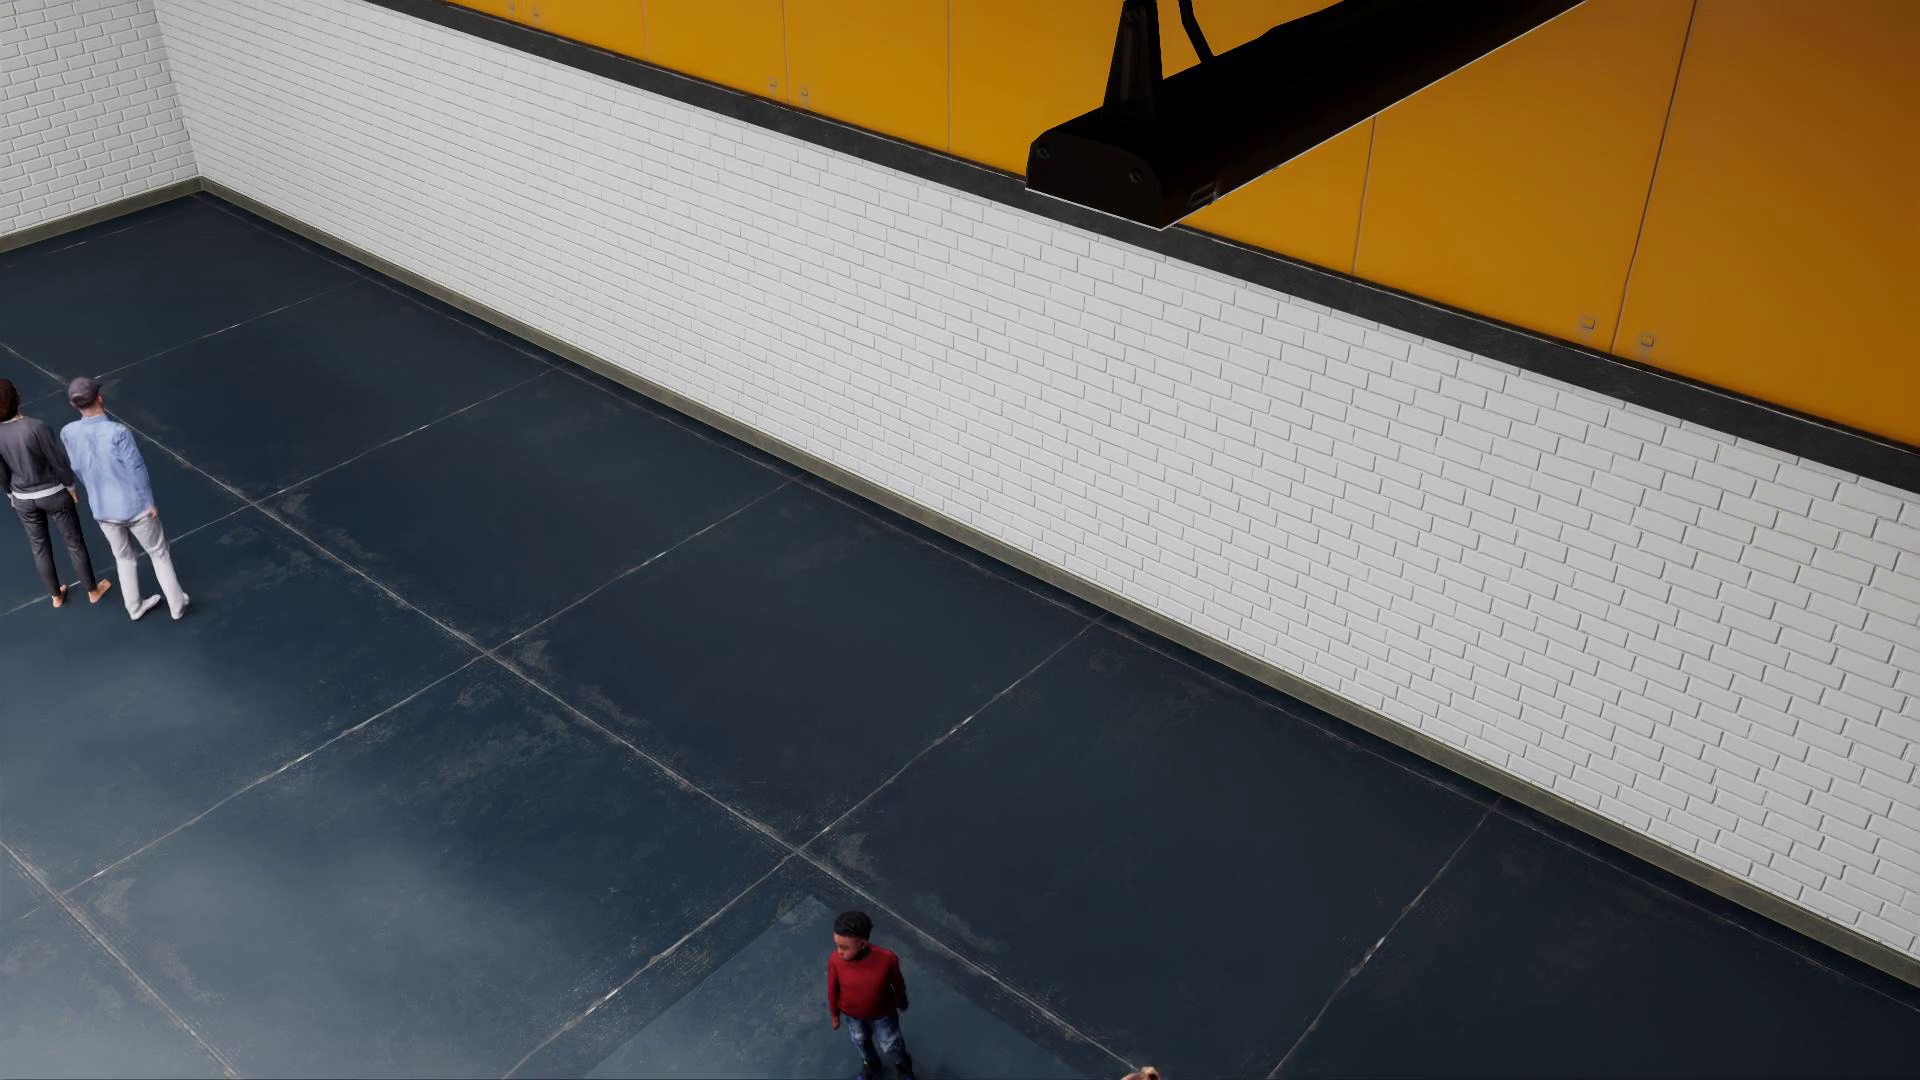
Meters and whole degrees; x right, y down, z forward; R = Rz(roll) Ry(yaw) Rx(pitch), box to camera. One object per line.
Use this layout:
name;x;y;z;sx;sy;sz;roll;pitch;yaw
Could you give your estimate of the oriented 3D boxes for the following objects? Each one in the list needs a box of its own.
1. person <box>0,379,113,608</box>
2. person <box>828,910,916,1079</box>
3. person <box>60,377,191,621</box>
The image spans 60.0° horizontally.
person;-6.380;-0.320;11.539;0.665;1.768;0.750;-6;34;-10
person;-0.425;2.240;8.168;0.653;1.236;0.681;-3;34;-4
person;-5.725;-0.246;11.324;0.756;1.882;0.798;1;34;1
